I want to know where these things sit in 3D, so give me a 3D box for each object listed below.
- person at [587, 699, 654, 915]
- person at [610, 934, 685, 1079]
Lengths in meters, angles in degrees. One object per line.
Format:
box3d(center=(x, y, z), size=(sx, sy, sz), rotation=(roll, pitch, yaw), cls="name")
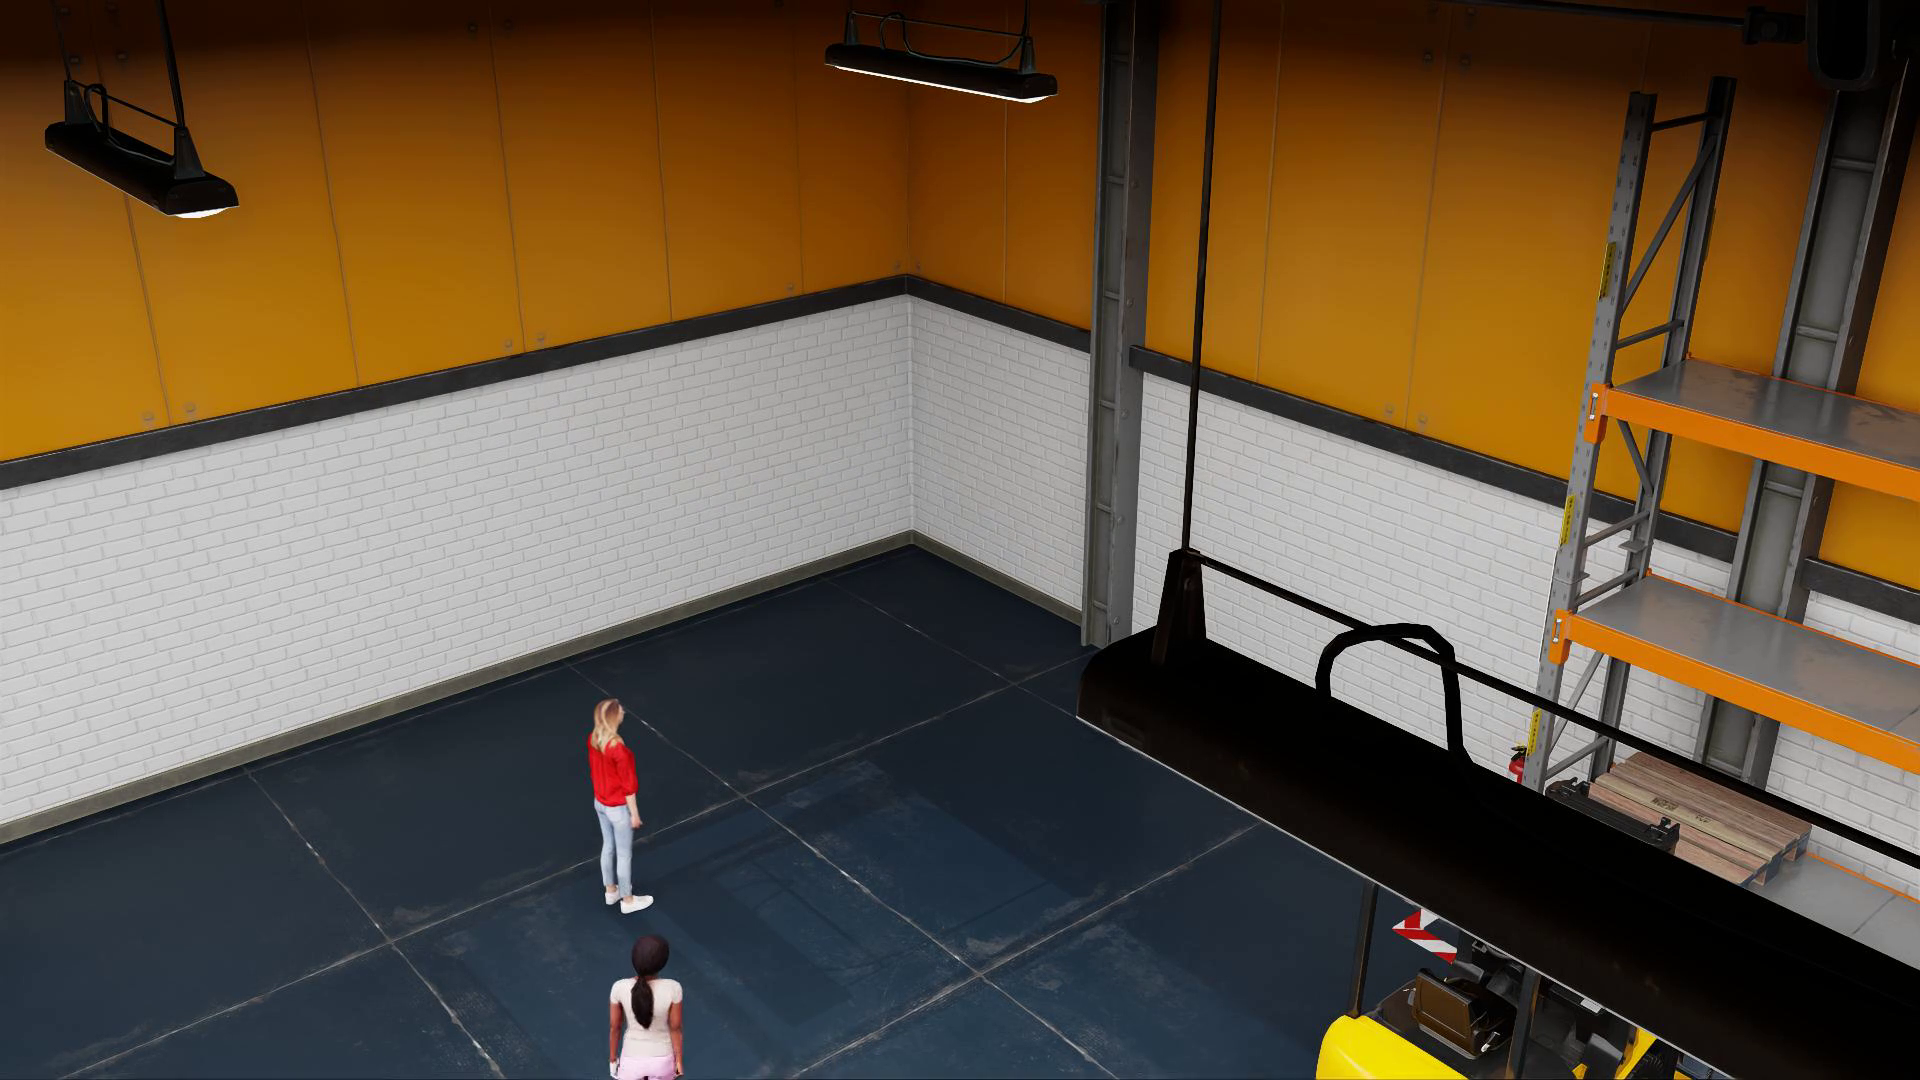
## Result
box3d(center=(-2.499, 1.916, 12.028), size=(0.474, 1.704, 0.696), rotation=(21, 31, 40), cls="person")
box3d(center=(-1.770, 3.030, 9.464), size=(0.922, 1.718, 1.036), rotation=(-3, 24, -7), cls="person")
